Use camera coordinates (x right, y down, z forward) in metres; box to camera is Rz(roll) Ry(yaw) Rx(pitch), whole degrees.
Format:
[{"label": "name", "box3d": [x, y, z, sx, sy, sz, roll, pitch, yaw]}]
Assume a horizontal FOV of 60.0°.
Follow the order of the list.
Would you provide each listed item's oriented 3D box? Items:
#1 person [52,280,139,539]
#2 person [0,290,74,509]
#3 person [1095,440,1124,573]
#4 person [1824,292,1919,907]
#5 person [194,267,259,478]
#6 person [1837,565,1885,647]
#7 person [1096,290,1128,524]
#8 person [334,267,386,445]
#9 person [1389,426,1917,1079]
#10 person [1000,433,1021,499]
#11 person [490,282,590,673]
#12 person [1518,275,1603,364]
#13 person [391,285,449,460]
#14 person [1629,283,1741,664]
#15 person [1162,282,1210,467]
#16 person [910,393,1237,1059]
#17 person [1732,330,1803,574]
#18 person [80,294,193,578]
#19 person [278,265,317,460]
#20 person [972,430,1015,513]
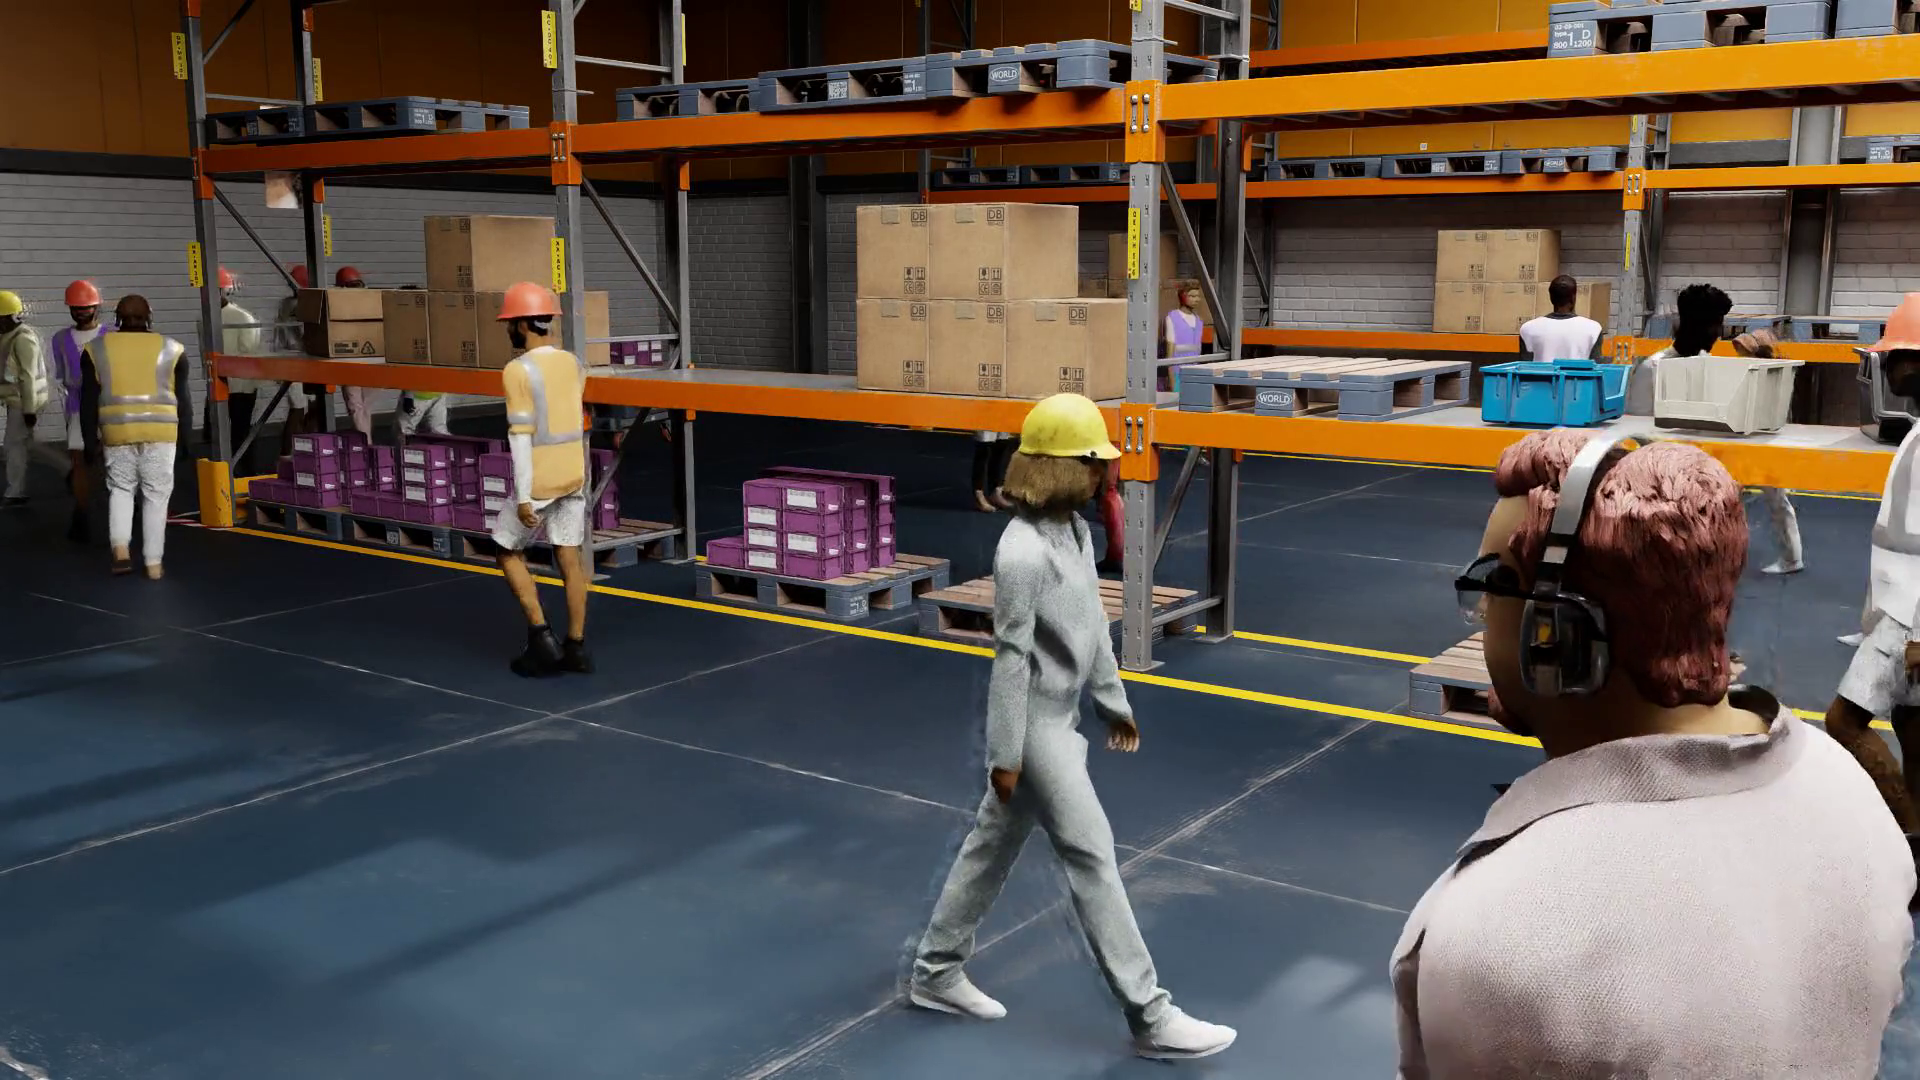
[{"label": "person", "box3d": [-6.429, -0.979, 12.364, 0.548, 1.889, 1.028, -2, 10, -10]}, {"label": "person", "box3d": [-7.635, -1.152, 13.642, 0.700, 1.791, 0.616, -8, 12, -38]}, {"label": "person", "box3d": [0.950, -0.650, 10.766, 0.384, 1.744, 0.541, 6, 11, 32]}, {"label": "person", "box3d": [2.919, 0.206, 5.145, 0.427, 1.925, 0.567, 6, 11, 30]}, {"label": "person", "box3d": [-6.005, -1.252, 13.662, 0.619, 1.980, 0.474, 3, 10, 20]}, {"label": "person", "box3d": [4.956, -0.180, 8.426, 0.531, 1.603, 0.764, -6, 11, -31]}, {"label": "person", "box3d": [1.182, -1.057, 13.035, 0.516, 1.800, 0.755, -3, 10, -17]}, {"label": "person", "box3d": [-5.921, -1.676, 16.255, 0.679, 1.981, 0.634, 8, 12, 39]}, {"label": "person", "box3d": [0.657, 0.836, 1.538, 0.636, 1.882, 0.817, -6, 12, -34]}, {"label": "person", "box3d": [0.585, -1.344, 14.110, 0.835, 2.010, 0.610, 1, 10, 3]}, {"label": "person", "box3d": [-2.029, -0.284, 8.100, 0.465, 1.921, 0.567, 5, 11, 29]}, {"label": "person", "box3d": [4.400, -0.982, 12.260, 0.590, 1.916, 0.394, 3, 10, 17]}, {"label": "person", "box3d": [-4.616, -1.248, 14.147, 0.627, 1.811, 0.670, 2, 10, 14]}, {"label": "person", "box3d": [3.599, -0.359, 8.571, 0.610, 1.925, 0.942, -8, 12, -39]}, {"label": "person", "box3d": [2.162, -1.642, 16.462, 0.580, 1.825, 0.732, -9, 13, -42]}, {"label": "person", "box3d": [0.256, 0.471, 4.251, 0.904, 1.693, 0.505, 3, 10, 16]}, {"label": "person", "box3d": [5.063, -0.556, 10.694, 0.883, 1.581, 0.565, -1, 10, -5]}, {"label": "person", "box3d": [-5.218, -0.646, 10.589, 0.642, 1.820, 0.436, -4, 10, -21]}, {"label": "person", "box3d": [-6.221, -1.595, 15.727, 0.596, 1.980, 0.711, -6, 11, -30]}, {"label": "person", "box3d": [0.290, -1.064, 13.435, 0.326, 1.689, 0.570, 7, 12, 35]}]
